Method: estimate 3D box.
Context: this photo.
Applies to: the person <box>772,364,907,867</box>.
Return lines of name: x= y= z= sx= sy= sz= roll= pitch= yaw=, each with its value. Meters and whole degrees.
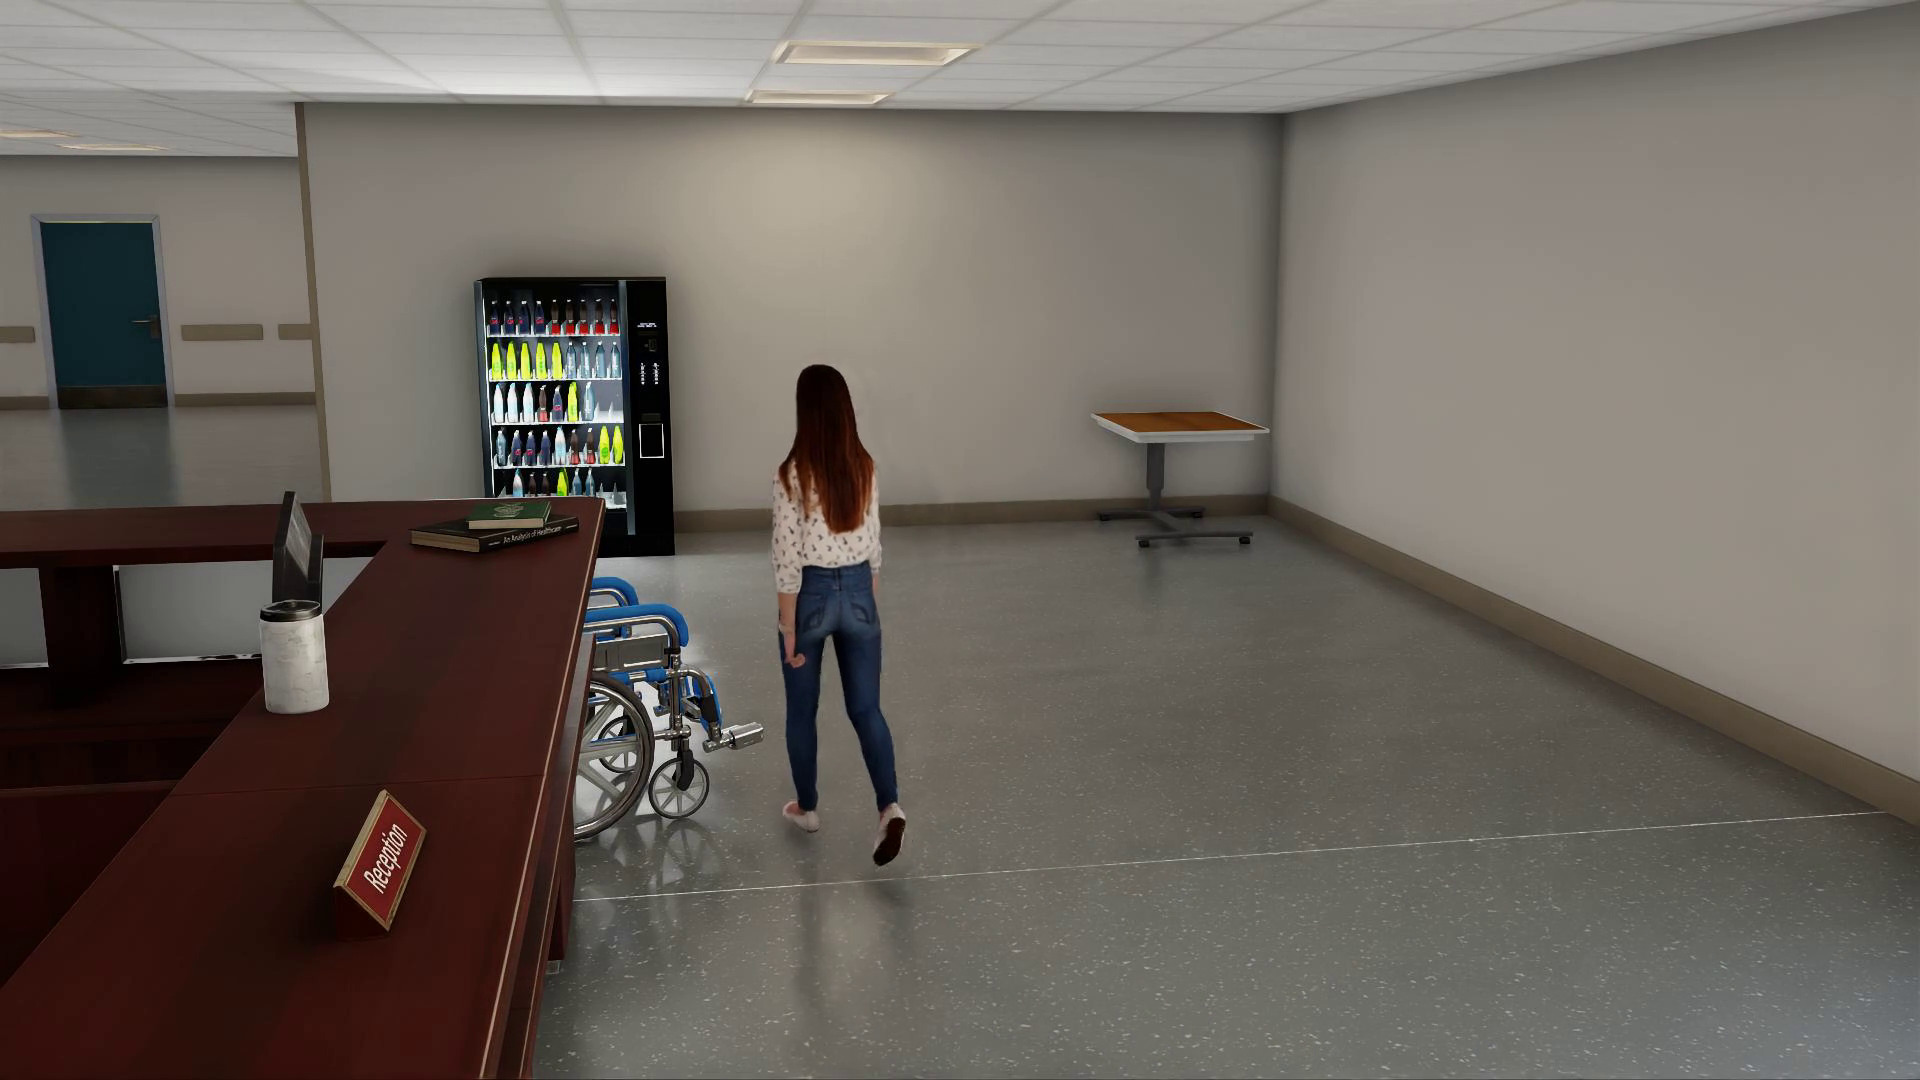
person: x=-0.404 y=0.276 z=5.709 sx=1.053 sy=1.701 sz=0.781 roll=-4 pitch=12 yaw=-22
